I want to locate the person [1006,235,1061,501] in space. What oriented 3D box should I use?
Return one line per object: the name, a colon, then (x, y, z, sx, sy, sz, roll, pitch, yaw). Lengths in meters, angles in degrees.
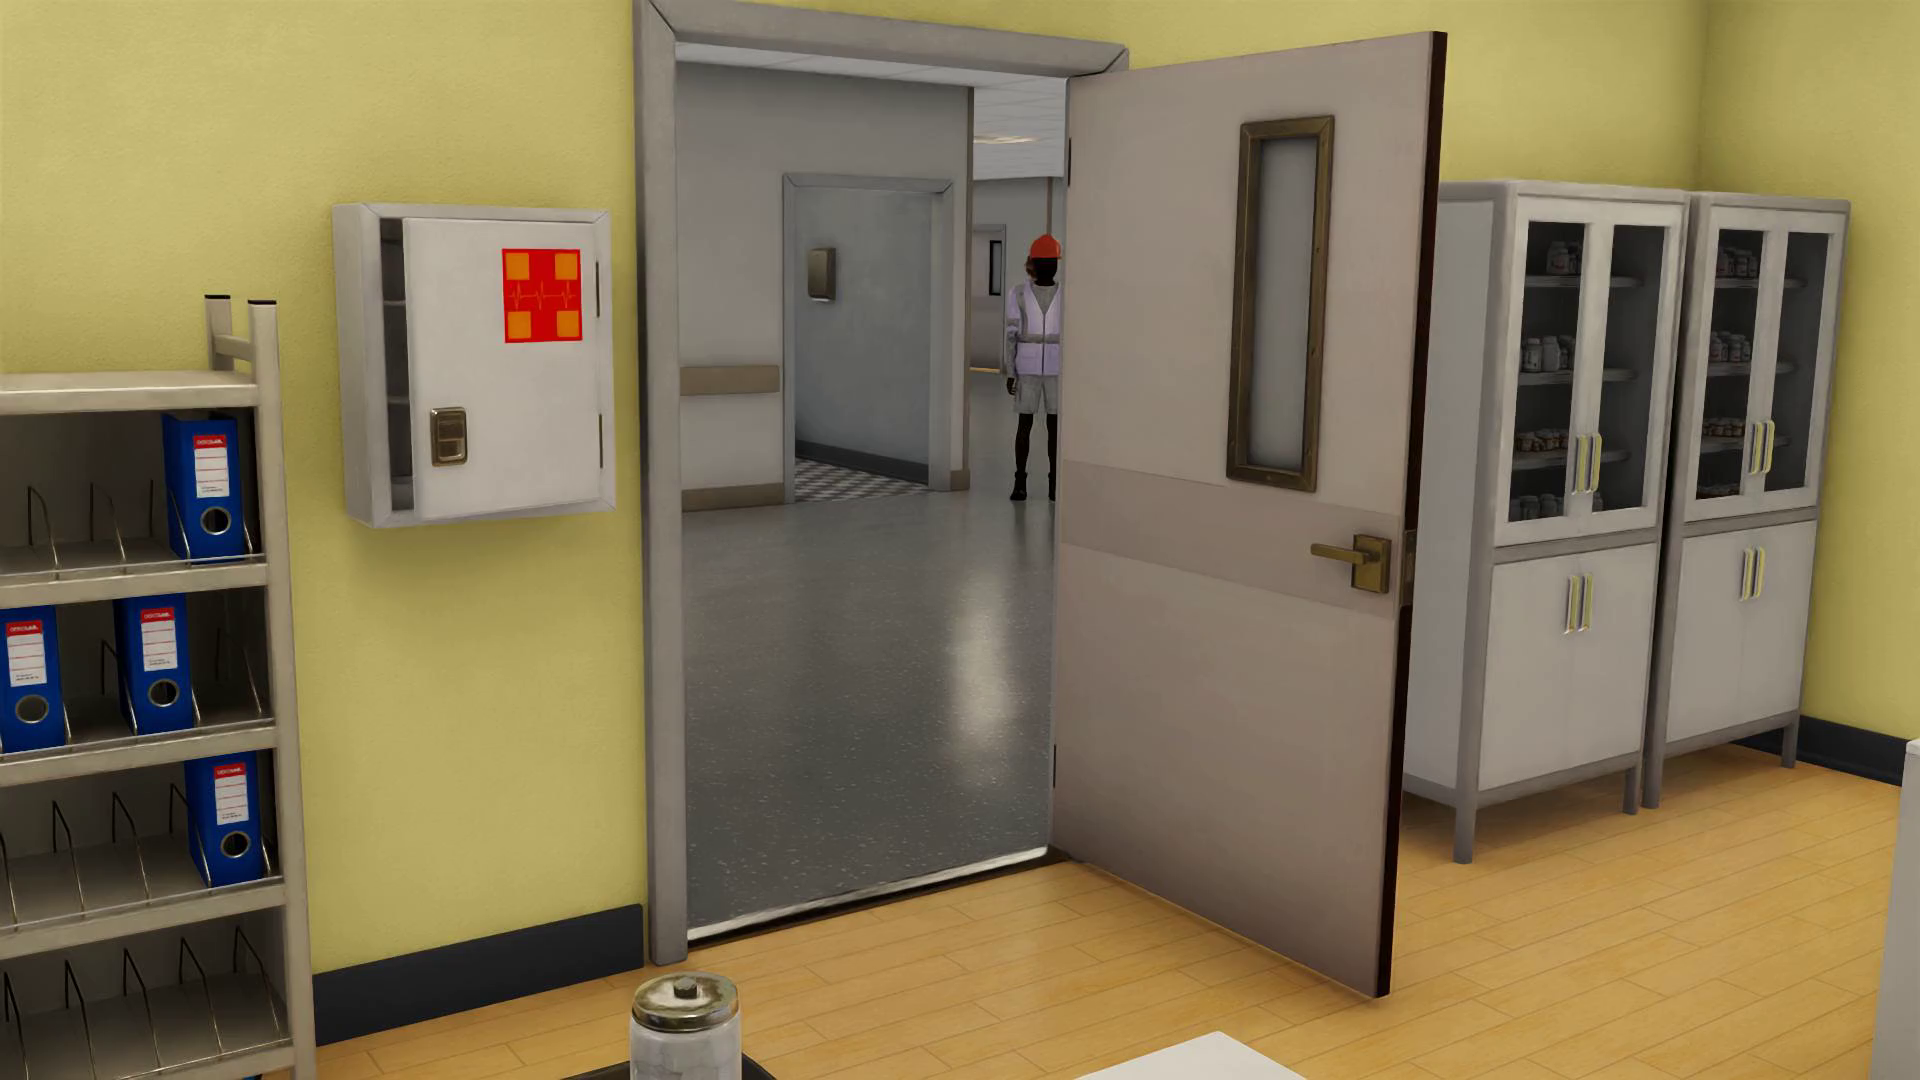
person: (0.602, -1.250, 12.177, 0.545, 1.942, 0.349, 1, 10, 0)
